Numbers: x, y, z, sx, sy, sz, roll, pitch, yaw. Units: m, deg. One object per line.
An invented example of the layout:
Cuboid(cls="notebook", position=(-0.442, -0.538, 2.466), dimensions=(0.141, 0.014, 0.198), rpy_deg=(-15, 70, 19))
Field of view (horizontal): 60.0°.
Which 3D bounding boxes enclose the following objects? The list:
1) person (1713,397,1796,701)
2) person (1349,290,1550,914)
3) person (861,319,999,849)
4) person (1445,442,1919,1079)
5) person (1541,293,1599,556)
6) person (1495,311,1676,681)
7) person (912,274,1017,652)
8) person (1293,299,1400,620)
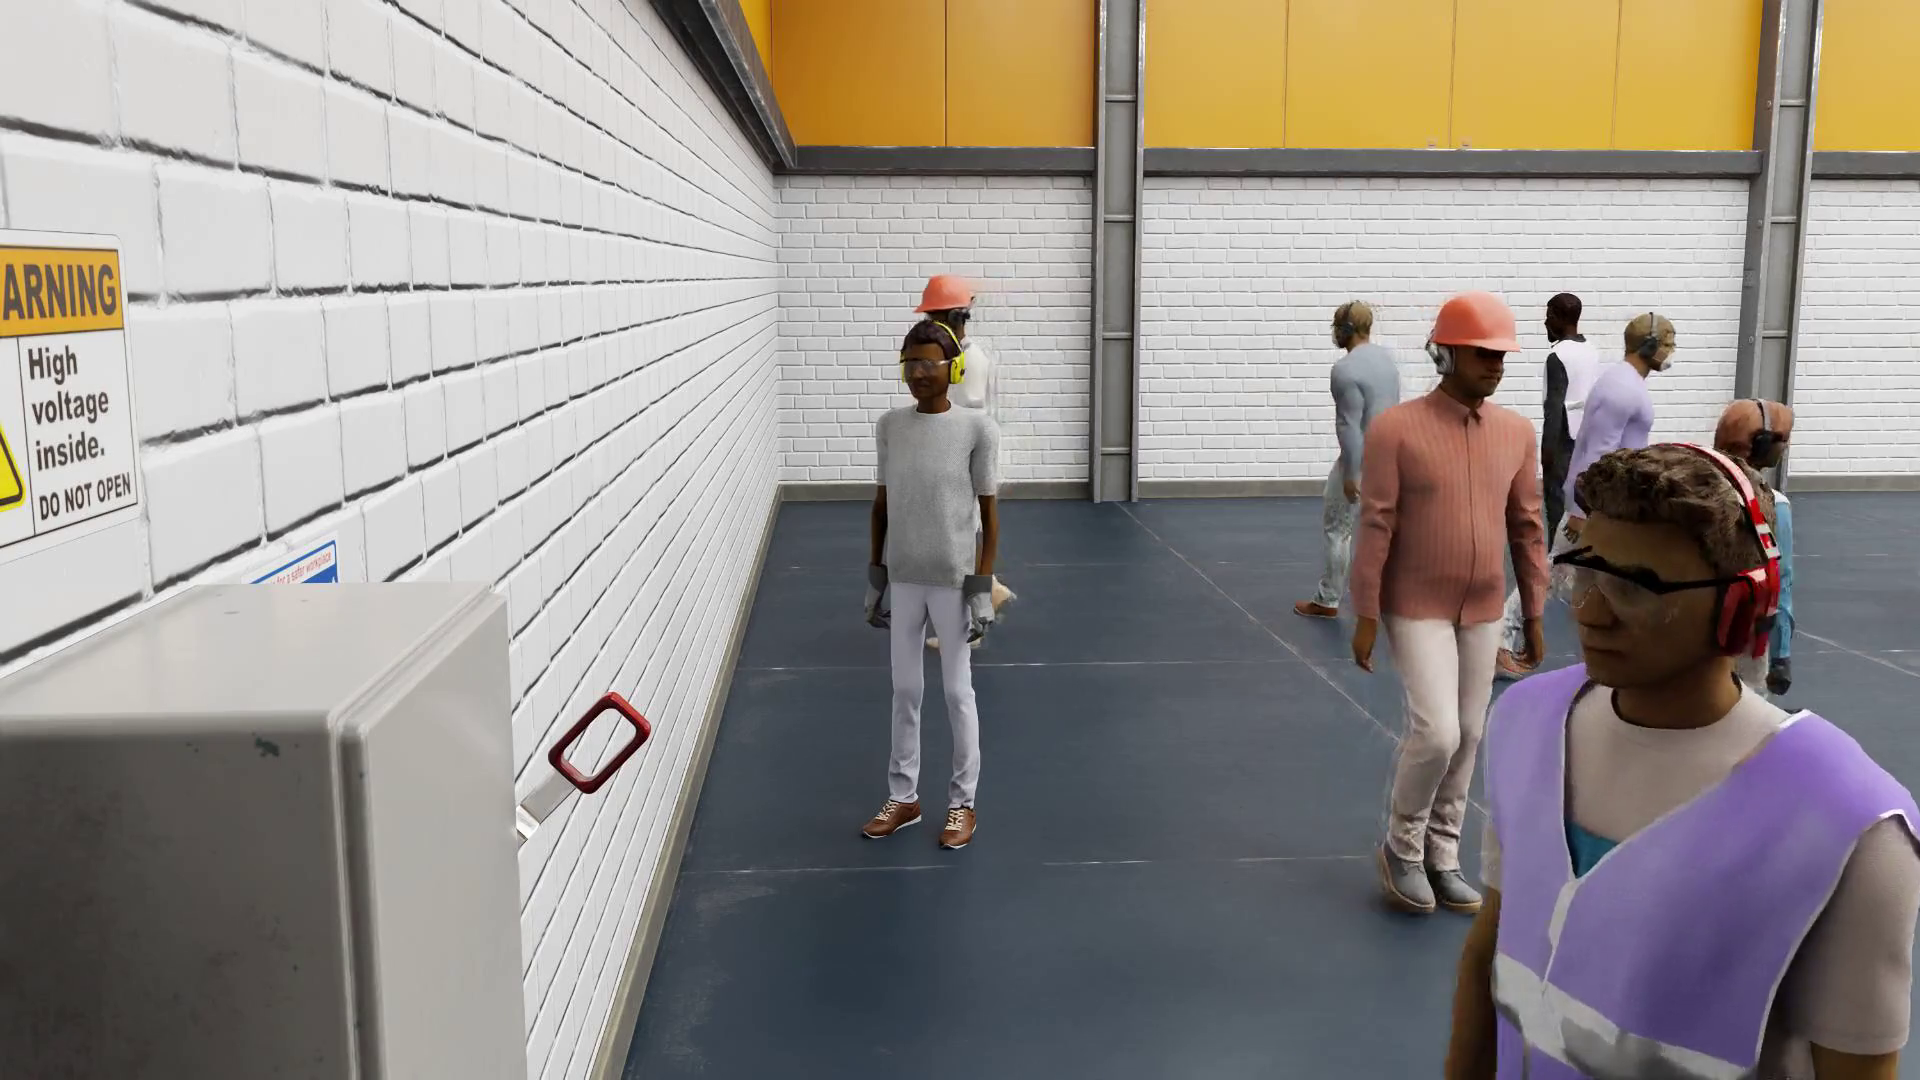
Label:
Cuboid(cls="person", position=(2.584, 0.338, 5.535), dimensions=(0.375, 1.624, 0.536), rpy_deg=(-1, 9, -5))
Cuboid(cls="person", position=(1.548, 0.216, 5.199), dimensions=(0.645, 1.972, 0.451), rpy_deg=(-3, 10, -19))
Cuboid(cls="person", position=(-0.113, 0.158, 5.911), dimensions=(0.512, 1.869, 0.328), rpy_deg=(4, 10, 23))
Cuboid(cls="person", position=(0.792, 0.804, 1.942), dimensions=(0.425, 1.841, 0.604), rpy_deg=(-3, 10, -21))
Cuboid(cls="person", position=(3.991, -0.660, 10.926), dimensions=(0.384, 1.910, 0.594), rpy_deg=(8, 12, 42))
Cuboid(cls="person", position=(3.079, -0.190, 8.166), dimensions=(1.078, 1.865, 0.640), rpy_deg=(2, 9, 14))
Cuboid(cls="person", position=(0.008, -0.400, 8.927), dimensions=(0.521, 2.030, 0.622), rpy_deg=(-3, 10, -18))
Cuboid(cls="person", position=(2.439, -0.431, 9.552), dimensions=(0.976, 1.899, 0.645), rpy_deg=(8, 12, 42))
